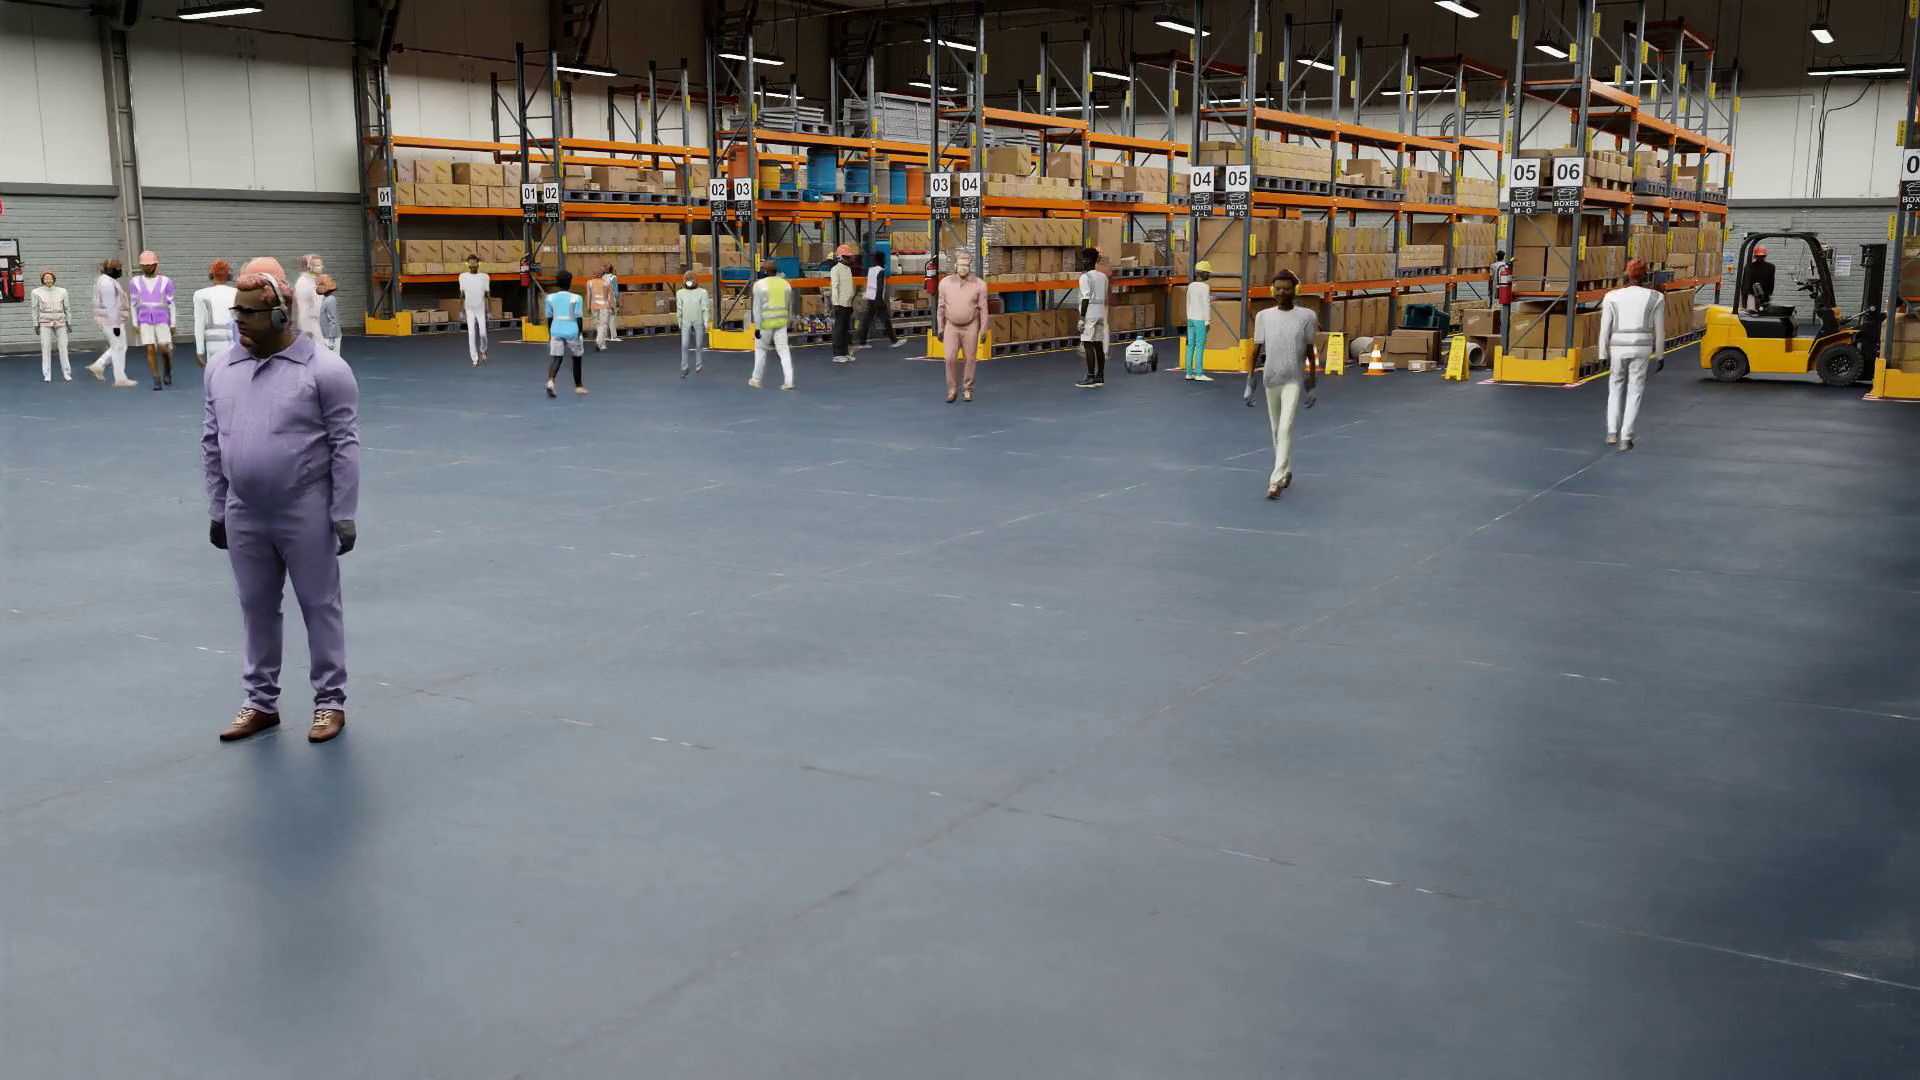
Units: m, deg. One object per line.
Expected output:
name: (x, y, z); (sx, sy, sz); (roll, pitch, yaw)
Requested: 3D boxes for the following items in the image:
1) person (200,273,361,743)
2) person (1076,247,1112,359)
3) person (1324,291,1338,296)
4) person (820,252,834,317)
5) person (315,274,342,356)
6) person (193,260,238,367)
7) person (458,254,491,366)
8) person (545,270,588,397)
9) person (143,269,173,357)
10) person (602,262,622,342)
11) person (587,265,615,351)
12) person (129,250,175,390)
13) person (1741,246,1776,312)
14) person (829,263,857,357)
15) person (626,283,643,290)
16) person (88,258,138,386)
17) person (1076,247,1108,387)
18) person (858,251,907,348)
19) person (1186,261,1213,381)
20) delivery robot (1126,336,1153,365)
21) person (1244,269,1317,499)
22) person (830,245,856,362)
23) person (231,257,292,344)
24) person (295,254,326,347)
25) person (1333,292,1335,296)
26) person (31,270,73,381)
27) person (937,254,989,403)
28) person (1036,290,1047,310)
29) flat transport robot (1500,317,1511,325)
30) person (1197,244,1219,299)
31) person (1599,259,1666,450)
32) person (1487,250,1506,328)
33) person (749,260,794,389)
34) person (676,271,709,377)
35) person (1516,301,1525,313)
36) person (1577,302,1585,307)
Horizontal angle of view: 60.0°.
person: (-2.763, -0.120, 6.750); (0.643, 1.905, 0.400); (1, 10, 7)
person: (2.404, -4.200, 29.492); (0.638, 1.940, 0.956); (-4, 11, -22)
person: (10.029, -7.050, 45.179); (0.535, 2.000, 0.674); (10, 14, 43)
person: (-2.807, -5.434, 36.719); (0.600, 1.827, 0.404); (6, 12, 31)
person: (-7.941, -2.524, 20.966); (0.285, 1.632, 0.499); (-5, 11, -24)
person: (-7.839, -2.048, 17.726); (0.608, 1.837, 0.943); (-6, 12, -32)
person: (-7.999, -3.779, 27.398); (0.524, 1.856, 0.390); (-2, 10, -13)
person: (-5.215, -2.721, 21.965); (0.541, 1.676, 0.747); (2, 10, 11)
person: (-14.249, -4.028, 29.434); (0.574, 1.625, 0.515); (1, 10, 6)
person: (-7.220, -4.900, 34.257); (0.525, 1.639, 0.307); (7, 12, 34)
person: (-6.784, -4.363, 31.332); (0.525, 1.610, 0.751); (2, 10, 9)
person: (-11.129, -3.023, 22.947); (0.552, 1.920, 0.447); (-4, 11, -20)
person: (16.558, -5.109, 34.513); (0.611, 1.970, 0.480); (4, 11, 19)
person: (-2.095, -3.974, 28.994); (0.374, 1.677, 0.539); (-5, 11, -28)
person: (-7.558, -5.765, 38.747); (0.524, 1.769, 0.325); (9, 13, 41)
person: (-11.975, -3.059, 23.443); (0.533, 1.823, 0.650); (-6, 12, -29)
person: (1.853, -3.142, 23.493); (0.363, 1.963, 0.612); (7, 13, 36)
person: (-1.544, -4.636, 32.167); (1.006, 1.860, 0.600); (-5, 12, -28)
person: (3.535, -3.222, 24.527); (0.337, 1.760, 0.526); (-5, 11, -24)
delivery robot: (2.828, -2.965, 26.197); (0.477, 0.478, 0.707); (3, 10, 15)
person: (2.592, -1.269, 13.441); (0.543, 1.822, 0.997); (4, 11, 23)
person: (-1.993, -4.044, 28.469); (0.388, 1.992, 0.625); (4, 11, 21)
person: (-4.669, -0.946, 11.295); (0.435, 1.925, 0.581); (-1, 10, -6)
person: (-8.509, -2.801, 21.818); (0.664, 1.885, 0.651); (1, 10, 3)
person: (9.442, -6.614, 42.785); (0.674, 2.028, 0.637); (5, 11, 27)
person: (-13.354, -3.149, 24.471); (0.513, 1.635, 0.311); (-9, 13, -40)
person: (0.029, -2.680, 21.147); (0.673, 1.877, 0.732); (1, 10, 6)
person: (2.116, -7.006, 45.321); (0.646, 1.893, 0.977); (9, 14, 42)
flat transport robot: (13.492, -5.296, 40.307); (1.431, 0.197, 0.652); (10, 14, 44)
person: (4.574, -4.551, 31.260); (0.624, 2.007, 0.644); (-5, 11, -25)
person: (6.653, -1.836, 16.448); (0.597, 1.861, 0.639); (5, 11, 28)
person: (12.797, -5.940, 39.479); (0.511, 1.860, 0.331); (3, 11, 16)
person: (-2.619, -2.995, 23.178); (0.652, 1.792, 0.972); (-7, 12, -35)
person: (-4.045, -3.250, 25.144); (0.505, 1.598, 0.763); (0, 10, -1)
person: (14.494, -6.553, 42.700); (0.379, 1.933, 0.629); (5, 11, 27)
person: (13.531, -5.391, 36.428); (0.566, 1.847, 0.389); (2, 10, 11)
